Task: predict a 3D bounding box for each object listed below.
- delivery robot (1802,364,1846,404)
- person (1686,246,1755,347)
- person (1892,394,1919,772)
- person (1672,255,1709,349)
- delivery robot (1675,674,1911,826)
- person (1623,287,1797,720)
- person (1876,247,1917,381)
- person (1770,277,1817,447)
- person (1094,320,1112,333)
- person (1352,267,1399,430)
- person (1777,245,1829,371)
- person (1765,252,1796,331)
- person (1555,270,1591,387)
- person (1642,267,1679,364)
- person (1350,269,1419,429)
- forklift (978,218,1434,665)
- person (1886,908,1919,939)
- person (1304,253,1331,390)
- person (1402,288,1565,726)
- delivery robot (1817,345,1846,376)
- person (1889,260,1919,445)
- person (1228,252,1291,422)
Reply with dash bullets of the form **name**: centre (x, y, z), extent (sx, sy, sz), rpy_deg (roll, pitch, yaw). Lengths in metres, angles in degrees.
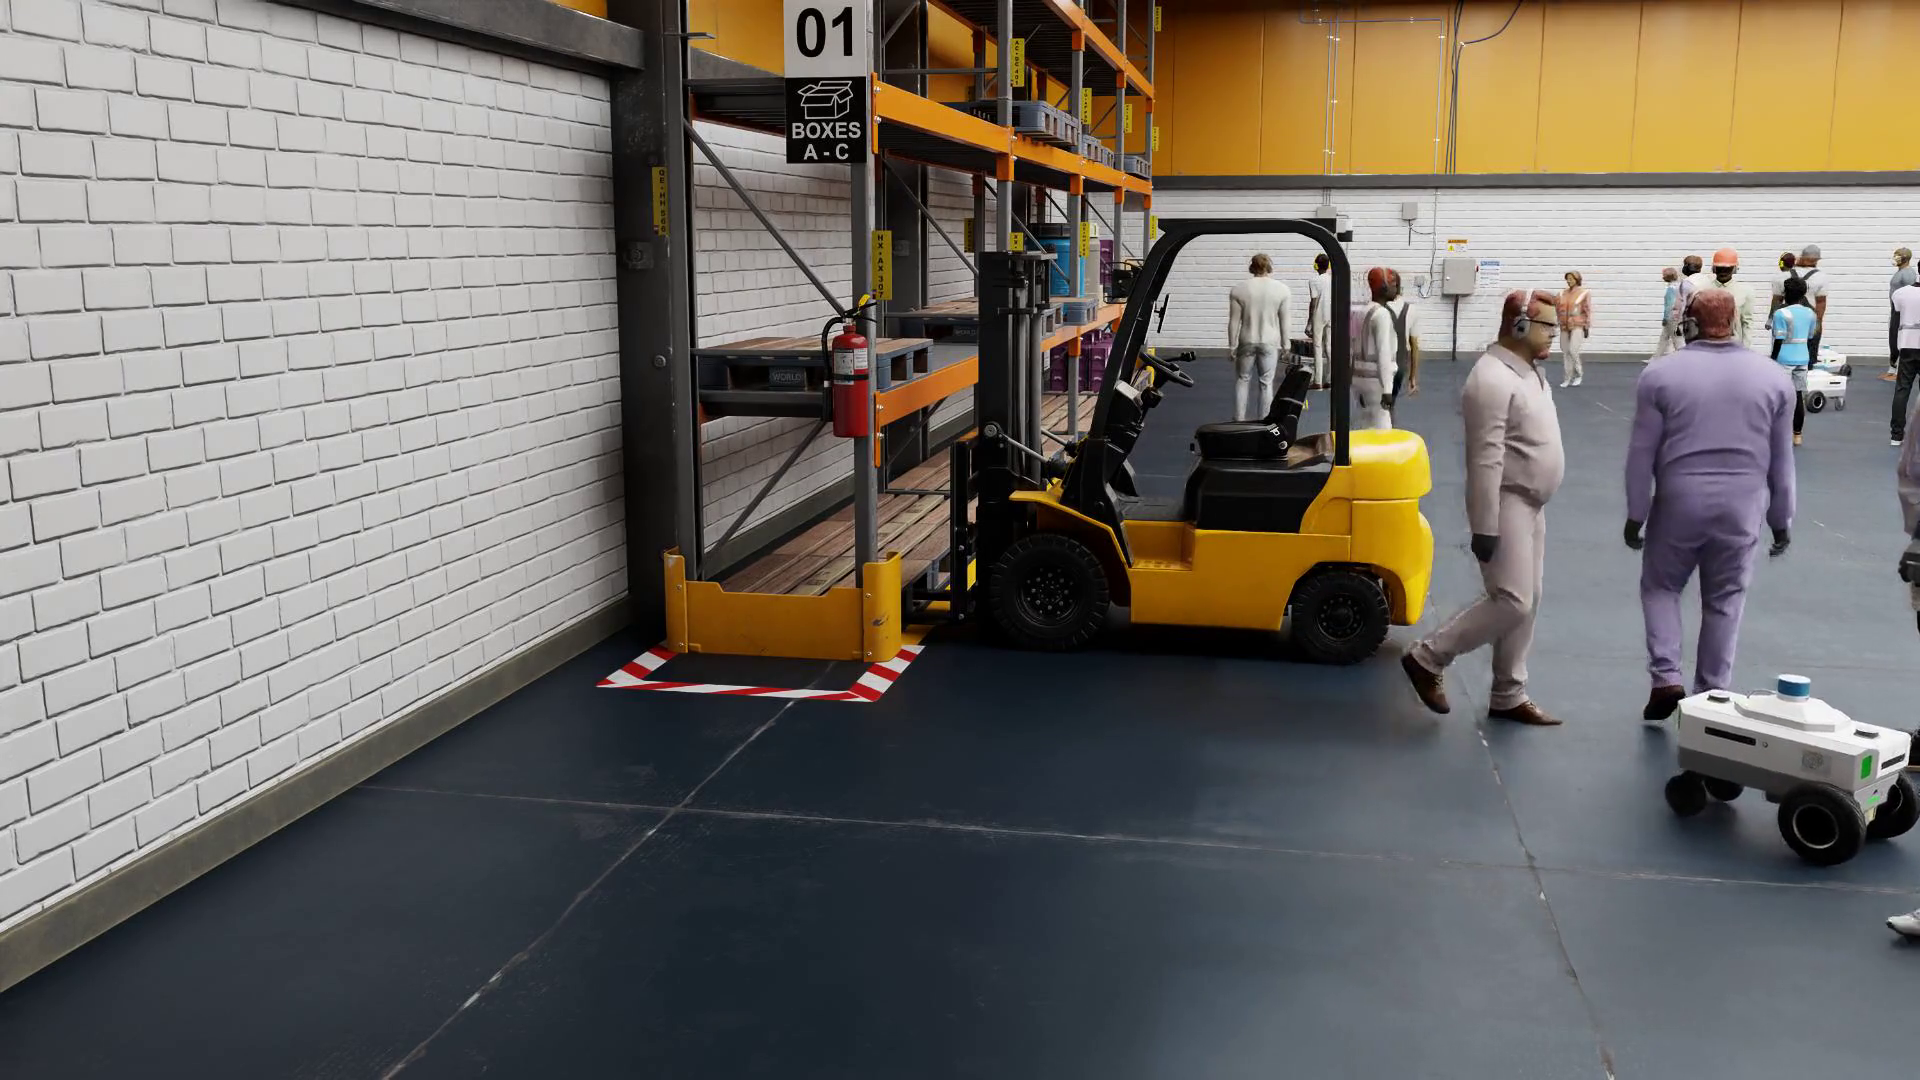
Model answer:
- **delivery robot**: centre (10.300, -1.869, 20.013), extent (0.707, 0.478, 0.477), rpy_deg (-4, 11, -22)
- **person**: centre (7.478, -1.888, 16.425), extent (0.608, 1.994, 0.382), rpy_deg (6, 12, 29)
- **person**: centre (3.847, -0.061, 6.485), extent (0.608, 1.966, 0.370), rpy_deg (-10, 14, -43)
- **person**: centre (9.867, -2.924, 22.527), extent (0.636, 1.841, 0.429), rpy_deg (-10, 14, -44)
- **delivery robot**: centre (2.897, 0.715, 5.826), extent (0.477, 0.478, 0.707), rpy_deg (-9, 14, -37)
- **person**: centre (3.168, -0.123, 7.047), extent (0.677, 1.884, 0.432), rpy_deg (3, 11, 14)
- **person**: centre (13.635, -3.265, 24.125), extent (0.375, 1.939, 0.628), rpy_deg (3, 11, 17)
- **person**: centre (8.230, -1.757, 16.521), extent (0.542, 1.695, 0.316), rpy_deg (-5, 11, -25)
- **person**: centre (2.415, -3.724, 27.296), extent (0.535, 1.700, 0.318), rpy_deg (-2, 10, -9)
- **person**: centre (3.209, -1.218, 13.120), extent (0.718, 1.864, 0.589), rpy_deg (1, 10, 4)
- **person**: centre (11.544, -3.082, 22.842), extent (1.047, 2.000, 0.689), rpy_deg (-9, 14, -40)
- **person**: centre (11.895, -3.214, 24.037), extent (0.521, 1.870, 0.319), rpy_deg (-2, 11, -11)
- **person**: centre (8.497, -2.929, 23.144), extent (0.385, 1.627, 0.513), rpy_deg (-8, 13, -36)
- **person**: centre (11.316, -3.551, 26.600), extent (0.770, 1.598, 0.572), rpy_deg (5, 12, 27)
- **person**: centre (3.649, -1.442, 14.488), extent (0.511, 1.804, 0.903), rpy_deg (-3, 11, -18)
- **forklift**: centre (1.285, -0.567, 8.635), extent (2.313, 2.155, 1.214), rpy_deg (2, 11, 11)
- **person**: centre (3.212, 0.433, 4.790), extent (0.794, 1.596, 0.508), rpy_deg (-2, 11, -10)
- **person**: centre (4.932, -2.972, 22.725), extent (0.512, 1.866, 0.330), rpy_deg (-6, 12, -28)
- **person**: centre (2.292, -0.124, 7.093), extent (0.542, 1.885, 0.651), rpy_deg (6, 12, 32)
- **delivery robot**: centre (12.305, -2.536, 23.667), extent (0.707, 0.478, 0.477), rpy_deg (-9, 13, -39)
- **person**: centre (9.574, -1.881, 16.596), extent (0.393, 1.920, 0.591), rpy_deg (-9, 14, -40)
- **person**: centre (3.125, -2.038, 17.416), extent (0.647, 1.935, 0.399), rpy_deg (2, 11, 13)
